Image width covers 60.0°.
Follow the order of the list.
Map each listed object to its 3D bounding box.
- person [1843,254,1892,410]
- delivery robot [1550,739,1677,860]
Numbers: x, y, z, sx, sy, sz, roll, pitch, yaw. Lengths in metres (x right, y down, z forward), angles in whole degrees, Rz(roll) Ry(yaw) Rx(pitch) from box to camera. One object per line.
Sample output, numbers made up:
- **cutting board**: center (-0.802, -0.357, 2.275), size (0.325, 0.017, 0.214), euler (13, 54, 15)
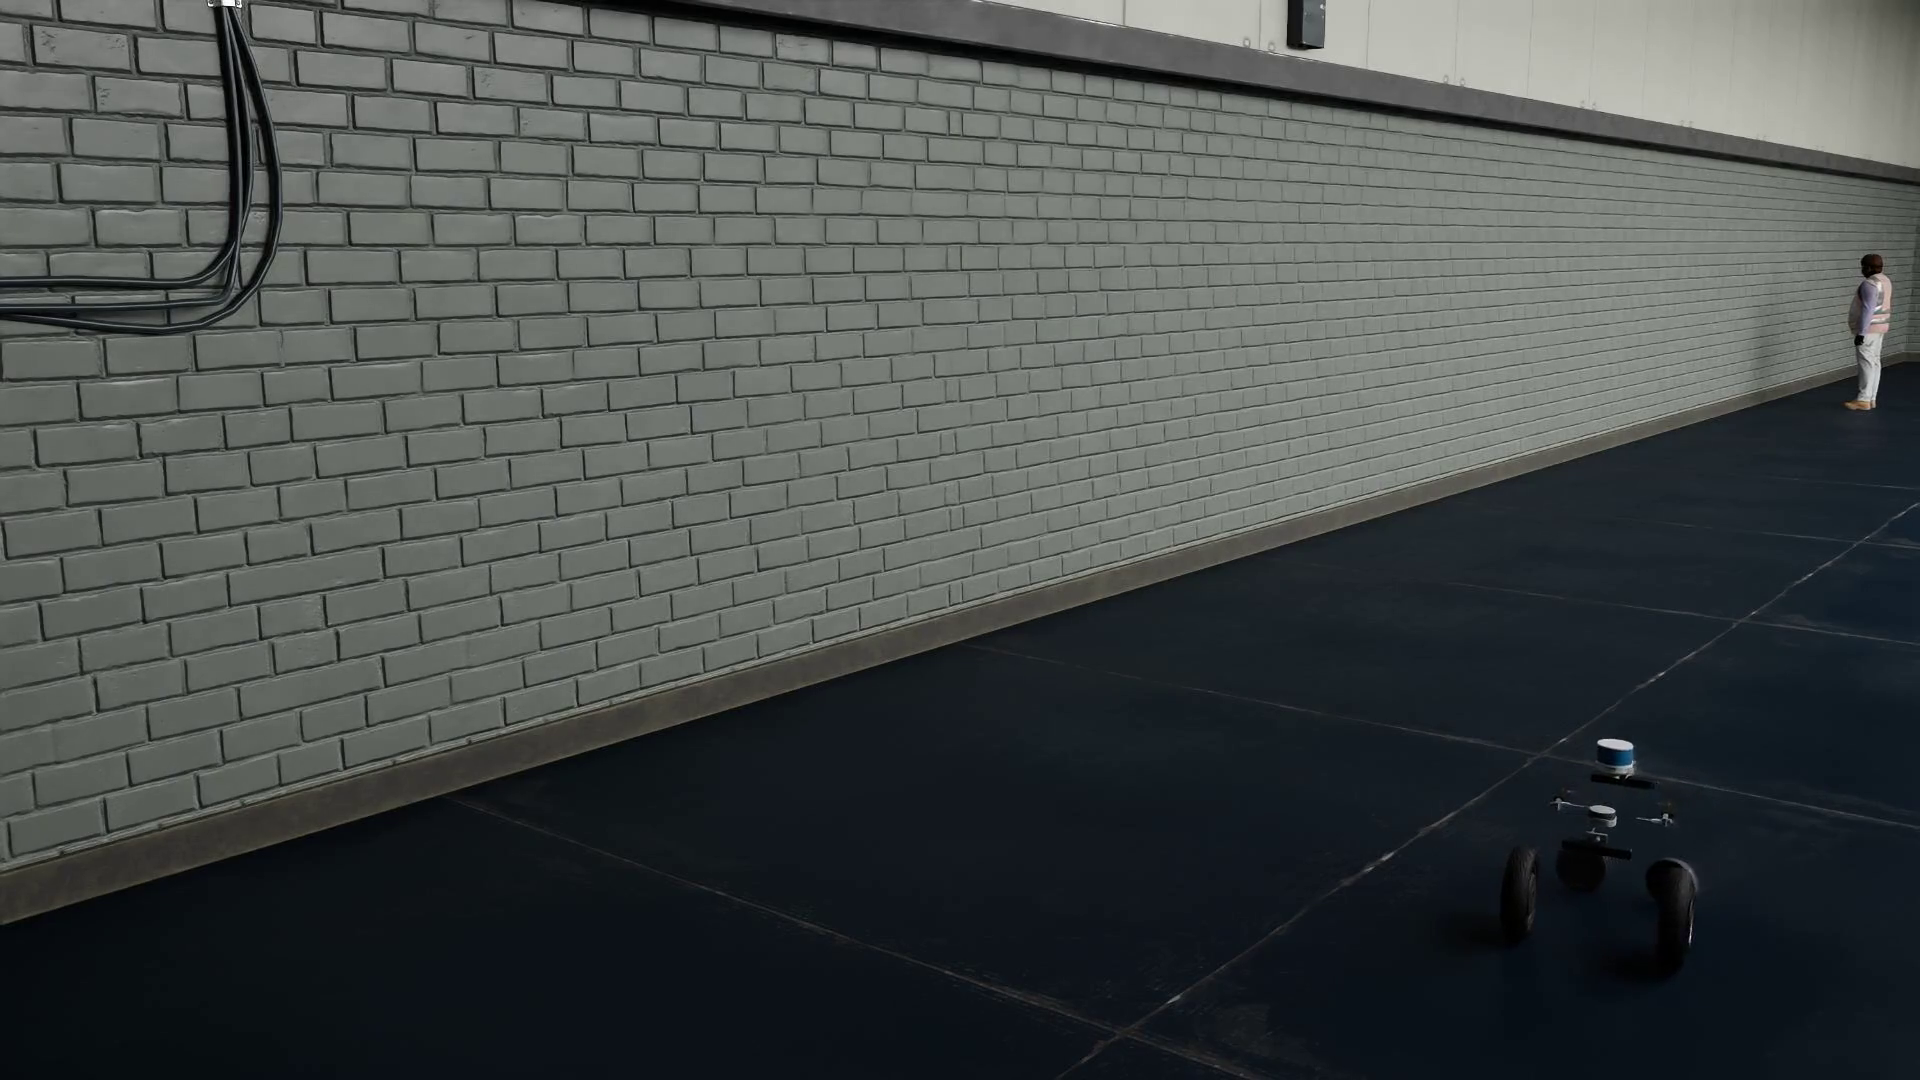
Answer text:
- **person**: center (10.802, -2.478, 19.803), size (0.624, 1.840, 0.430), euler (-10, 14, -44)
- **delivery robot**: center (1.911, 0.704, 4.870), size (0.335, 0.223, 0.698), euler (5, 12, 26)
